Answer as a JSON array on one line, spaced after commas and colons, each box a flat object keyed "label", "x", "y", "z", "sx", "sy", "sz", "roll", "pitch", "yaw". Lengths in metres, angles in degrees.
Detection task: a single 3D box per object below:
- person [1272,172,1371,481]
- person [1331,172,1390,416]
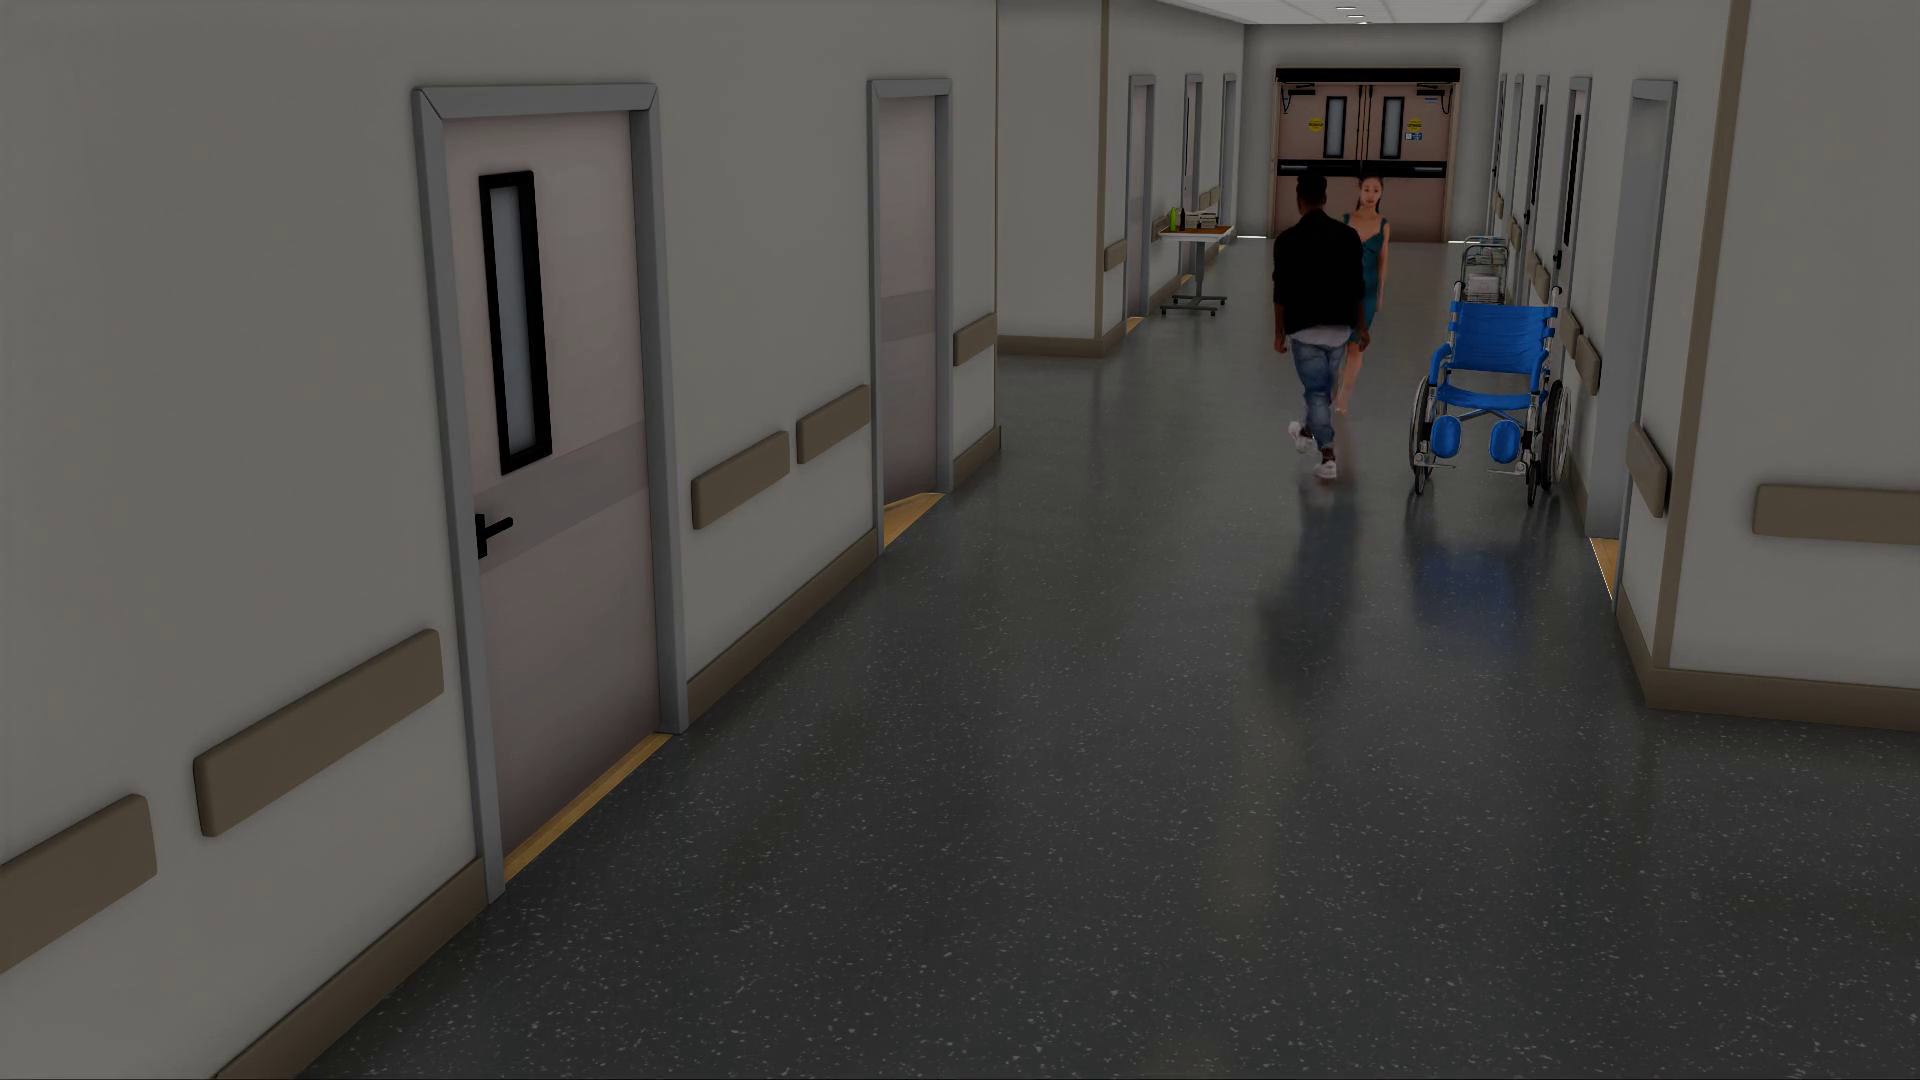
[{"label": "person", "x": 2.136, "y": -1.221, "z": 9.729, "sx": 1.054, "sy": 1.754, "sz": 1.239, "roll": -2, "pitch": 16, "yaw": -8}, {"label": "person", "x": 2.756, "y": -1.705, "z": 11.600, "sx": 0.598, "sy": 1.671, "sz": 0.635, "roll": 4, "pitch": 16, "yaw": 15}]
